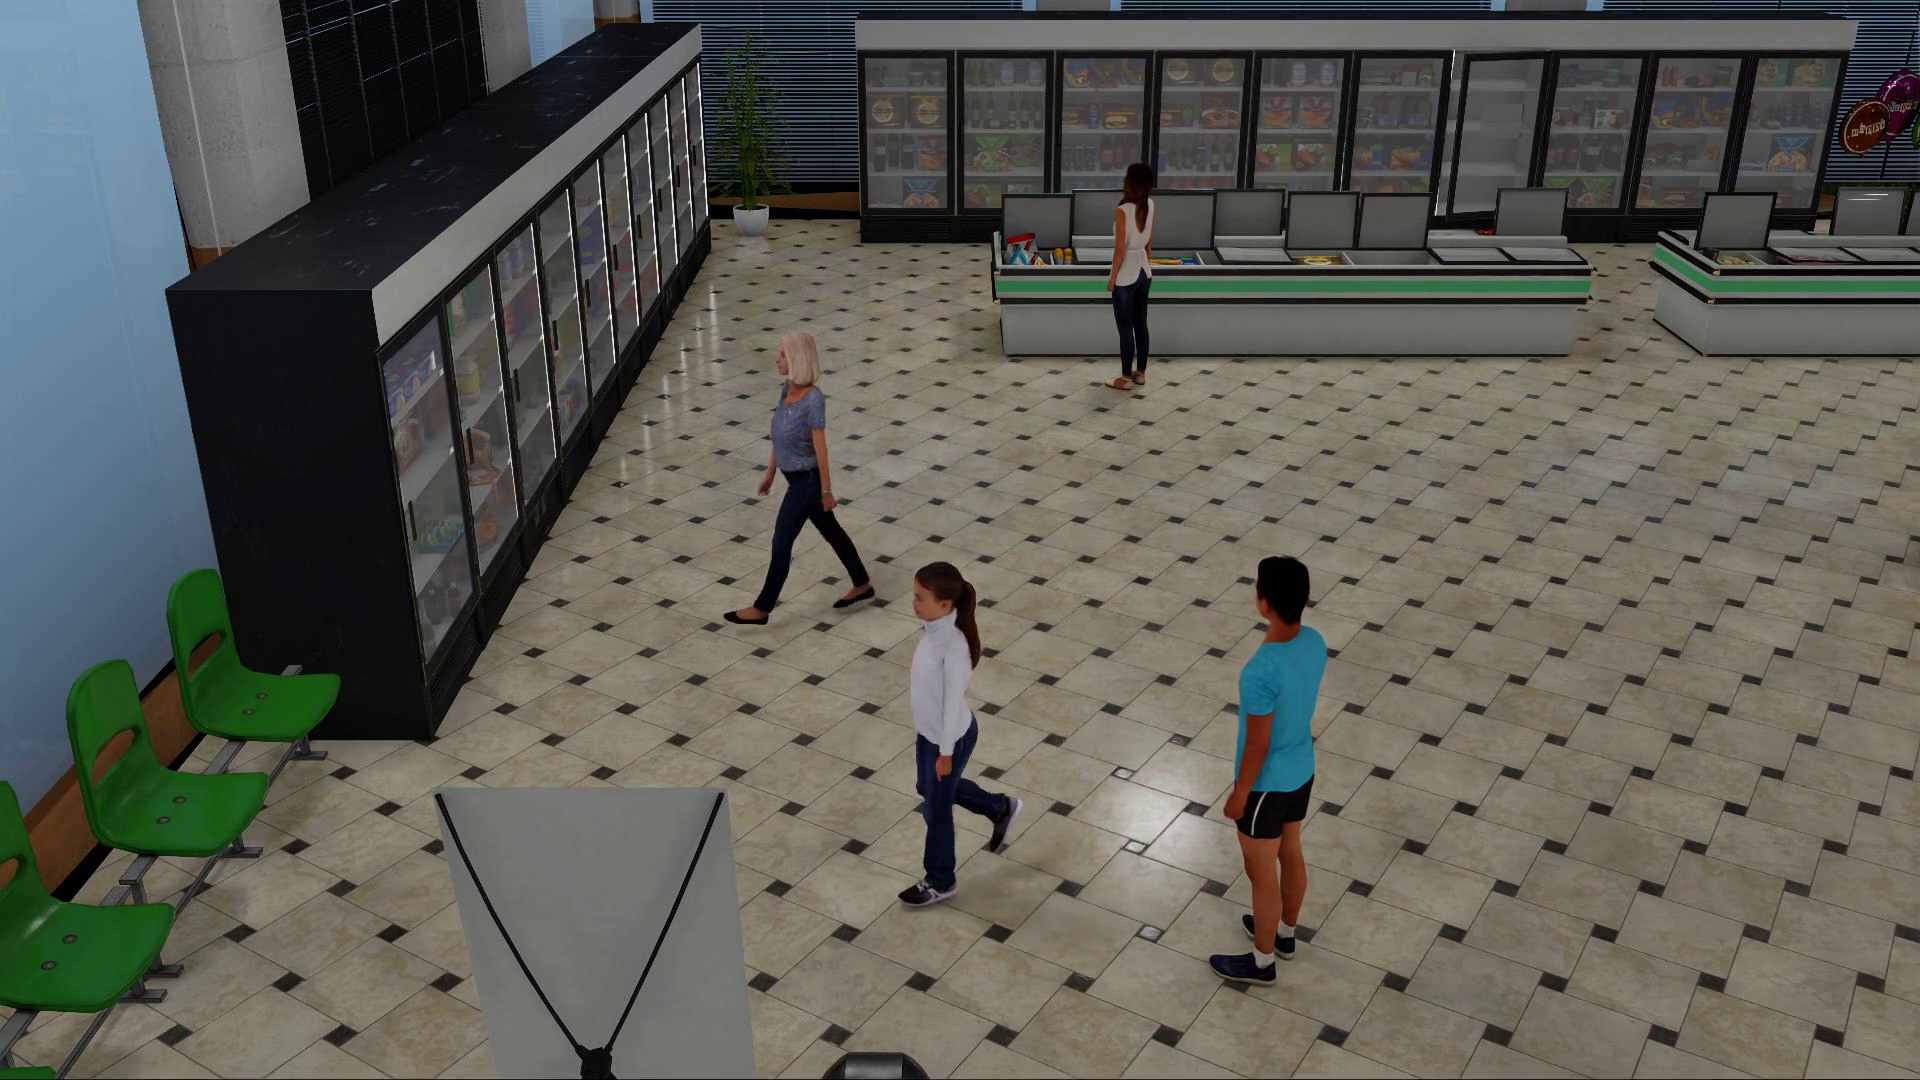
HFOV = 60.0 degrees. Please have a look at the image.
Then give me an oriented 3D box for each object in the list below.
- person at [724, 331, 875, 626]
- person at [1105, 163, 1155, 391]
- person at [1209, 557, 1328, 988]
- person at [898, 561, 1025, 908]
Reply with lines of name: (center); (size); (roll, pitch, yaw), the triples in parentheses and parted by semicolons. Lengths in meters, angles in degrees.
person: (-0.775, -0.325, 9.217); (1.191, 1.675, 0.850); (-8, 25, -18)
person: (1.362, -2.065, 13.055); (0.661, 1.786, 0.725); (-21, 31, -40)
person: (1.206, 0.889, 6.318); (0.729, 1.777, 0.694); (18, 30, 36)
person: (0.011, 0.786, 6.842); (0.909, 1.544, 0.702); (-8, 25, -18)
